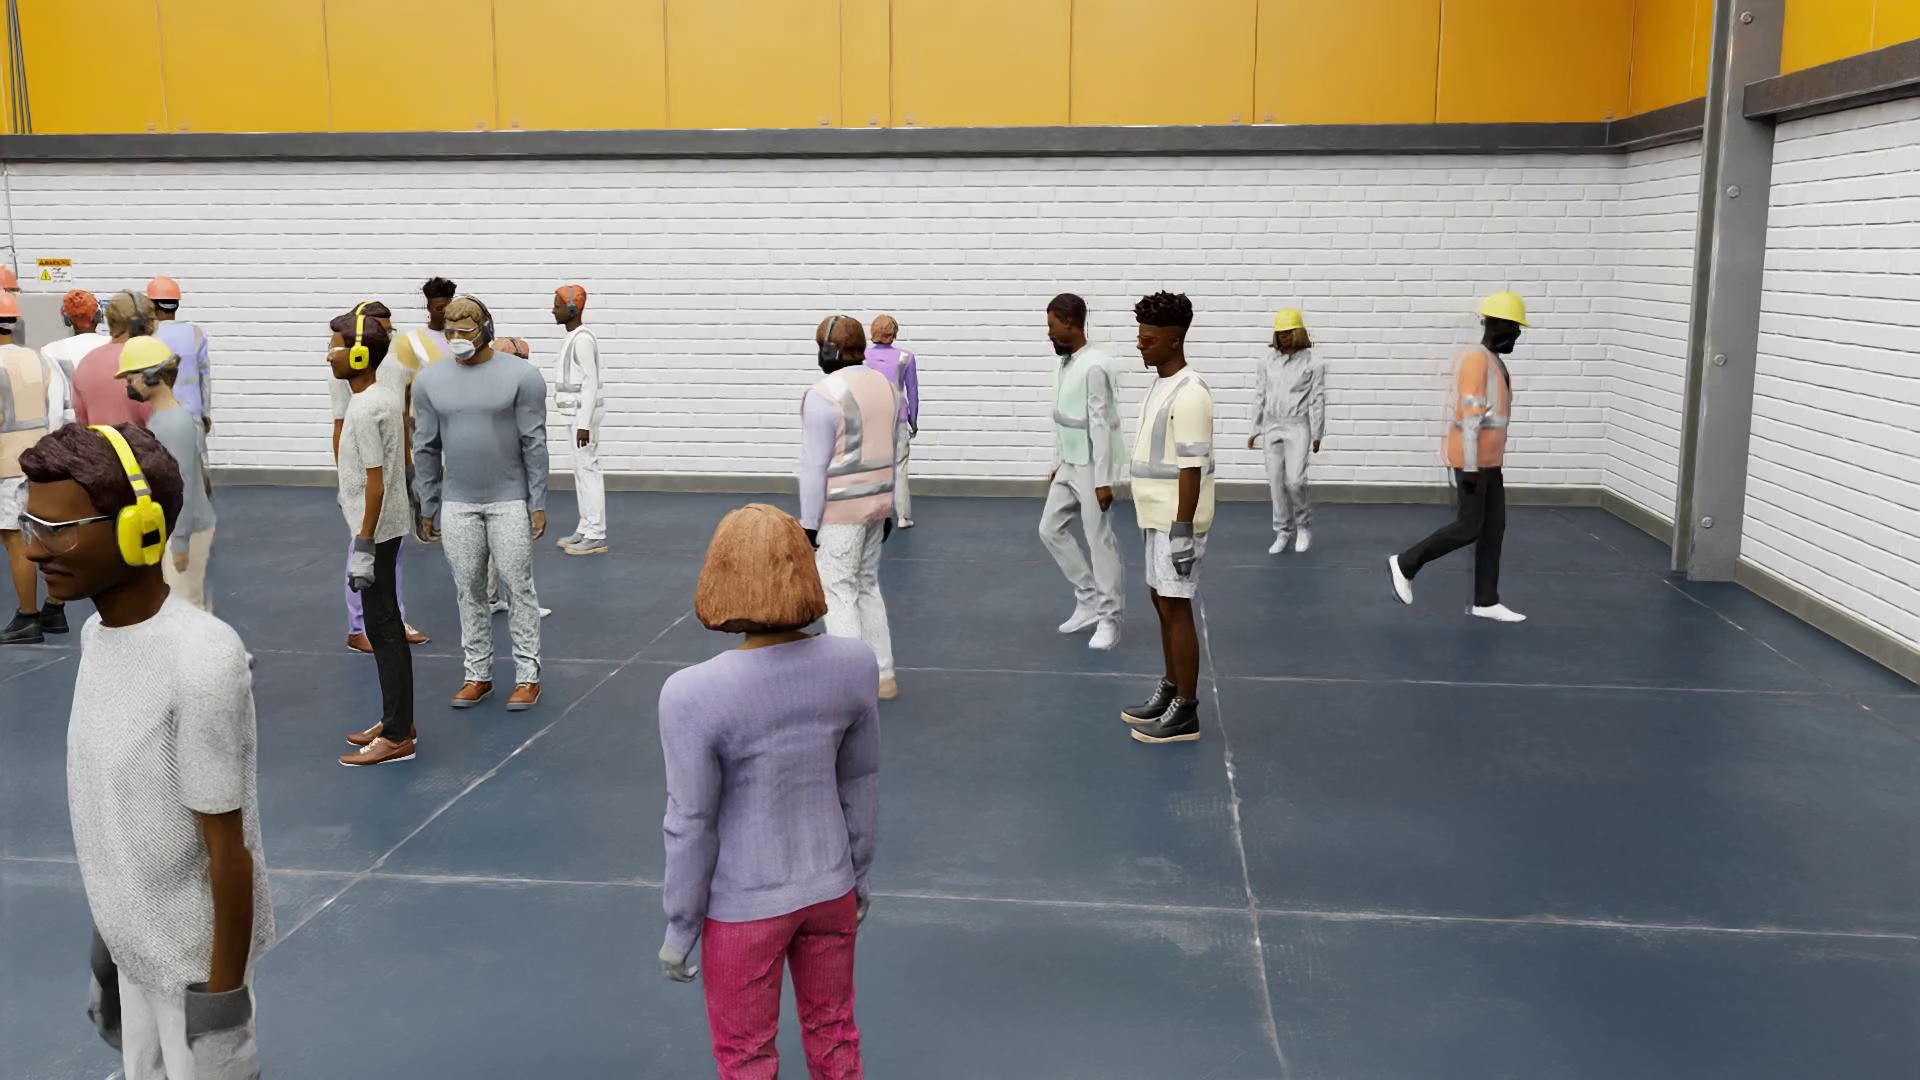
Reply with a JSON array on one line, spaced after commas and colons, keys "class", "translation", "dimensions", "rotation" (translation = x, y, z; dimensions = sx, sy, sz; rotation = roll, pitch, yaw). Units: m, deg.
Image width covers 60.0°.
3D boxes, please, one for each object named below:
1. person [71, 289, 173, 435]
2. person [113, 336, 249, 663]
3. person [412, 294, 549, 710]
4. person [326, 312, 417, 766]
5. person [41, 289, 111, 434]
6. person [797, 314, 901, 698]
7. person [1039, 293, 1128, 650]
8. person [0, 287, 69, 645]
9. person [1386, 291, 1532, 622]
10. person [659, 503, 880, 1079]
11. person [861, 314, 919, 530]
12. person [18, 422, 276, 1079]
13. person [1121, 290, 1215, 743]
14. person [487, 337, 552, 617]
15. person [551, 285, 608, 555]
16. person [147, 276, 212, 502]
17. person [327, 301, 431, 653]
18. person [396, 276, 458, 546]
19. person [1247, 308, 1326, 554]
[{"class": "person", "translation": [-4.058, -0.261, 8.198], "dimensions": [0.635, 1.937, 0.353], "rotation": [5, 11, 26]}, {"class": "person", "translation": [-3.523, -0.039, 7.458], "dimensions": [0.386, 1.742, 0.544], "rotation": [-6, 12, -32]}, {"class": "person", "translation": [-2.213, -0.167, 7.711], "dimensions": [0.632, 1.928, 0.392], "rotation": [0, 10, 3]}, {"class": "person", "translation": [-2.456, -0.002, 6.912], "dimensions": [0.328, 1.872, 0.513], "rotation": [-2, 10, -13]}, {"class": "person", "translation": [-5.384, -0.612, 10.368], "dimensions": [0.574, 1.884, 0.361], "rotation": [-10, 14, -43]}, {"class": "person", "translation": [-0.532, -0.121, 7.707], "dimensions": [0.431, 1.833, 0.628], "rotation": [5, 11, 29]}, {"class": "person", "translation": [0.678, -0.384, 9.030], "dimensions": [0.415, 1.890, 0.714], "rotation": [-3, 10, -16]}, {"class": "person", "translation": [-5.136, -0.400, 8.994], "dimensions": [0.373, 1.939, 0.545], "rotation": [1, 10, 8]}, {"class": "person", "translation": [2.912, -0.480, 9.589], "dimensions": [0.725, 1.892, 0.645], "rotation": [7, 12, 33]}, {"class": "person", "translation": [-0.377, 0.735, 3.357], "dimensions": [0.499, 1.636, 0.286], "rotation": [-8, 13, -39]}, {"class": "person", "translation": [-0.573, -0.891, 12.660], "dimensions": [0.521, 1.638, 0.311], "rotation": [0, 10, 1]}, {"class": "person", "translation": [-1.318, 0.728, 2.773], "dimensions": [0.511, 1.862, 0.324], "rotation": [9, 14, 43]}, {"class": "person", "translation": [0.912, -0.099, 7.232], "dimensions": [0.374, 1.956, 0.605], "rotation": [-1, 10, -6]}, {"class": "person", "translation": [-2.604, -0.351, 9.608], "dimensions": [0.513, 1.630, 0.318], "rotation": [6, 12, 31]}, {"class": "person", "translation": [-2.671, -0.840, 11.674], "dimensions": [0.349, 1.882, 0.577], "rotation": [-4, 11, -20]}, {"class": "person", "translation": [-5.724, -0.941, 12.093], "dimensions": [0.356, 1.937, 0.552], "rotation": [8, 12, 37]}, {"class": "person", "translation": [-3.094, -0.330, 8.826], "dimensions": [0.327, 1.862, 0.511], "rotation": [5, 11, 29]}, {"class": "person", "translation": [-3.593, -0.855, 11.564], "dimensions": [0.615, 1.947, 0.529], "rotation": [-8, 13, -39]}, {"class": "person", "translation": [2.276, -0.750, 11.604], "dimensions": [0.488, 1.728, 0.375], "rotation": [7, 12, 36]}]
